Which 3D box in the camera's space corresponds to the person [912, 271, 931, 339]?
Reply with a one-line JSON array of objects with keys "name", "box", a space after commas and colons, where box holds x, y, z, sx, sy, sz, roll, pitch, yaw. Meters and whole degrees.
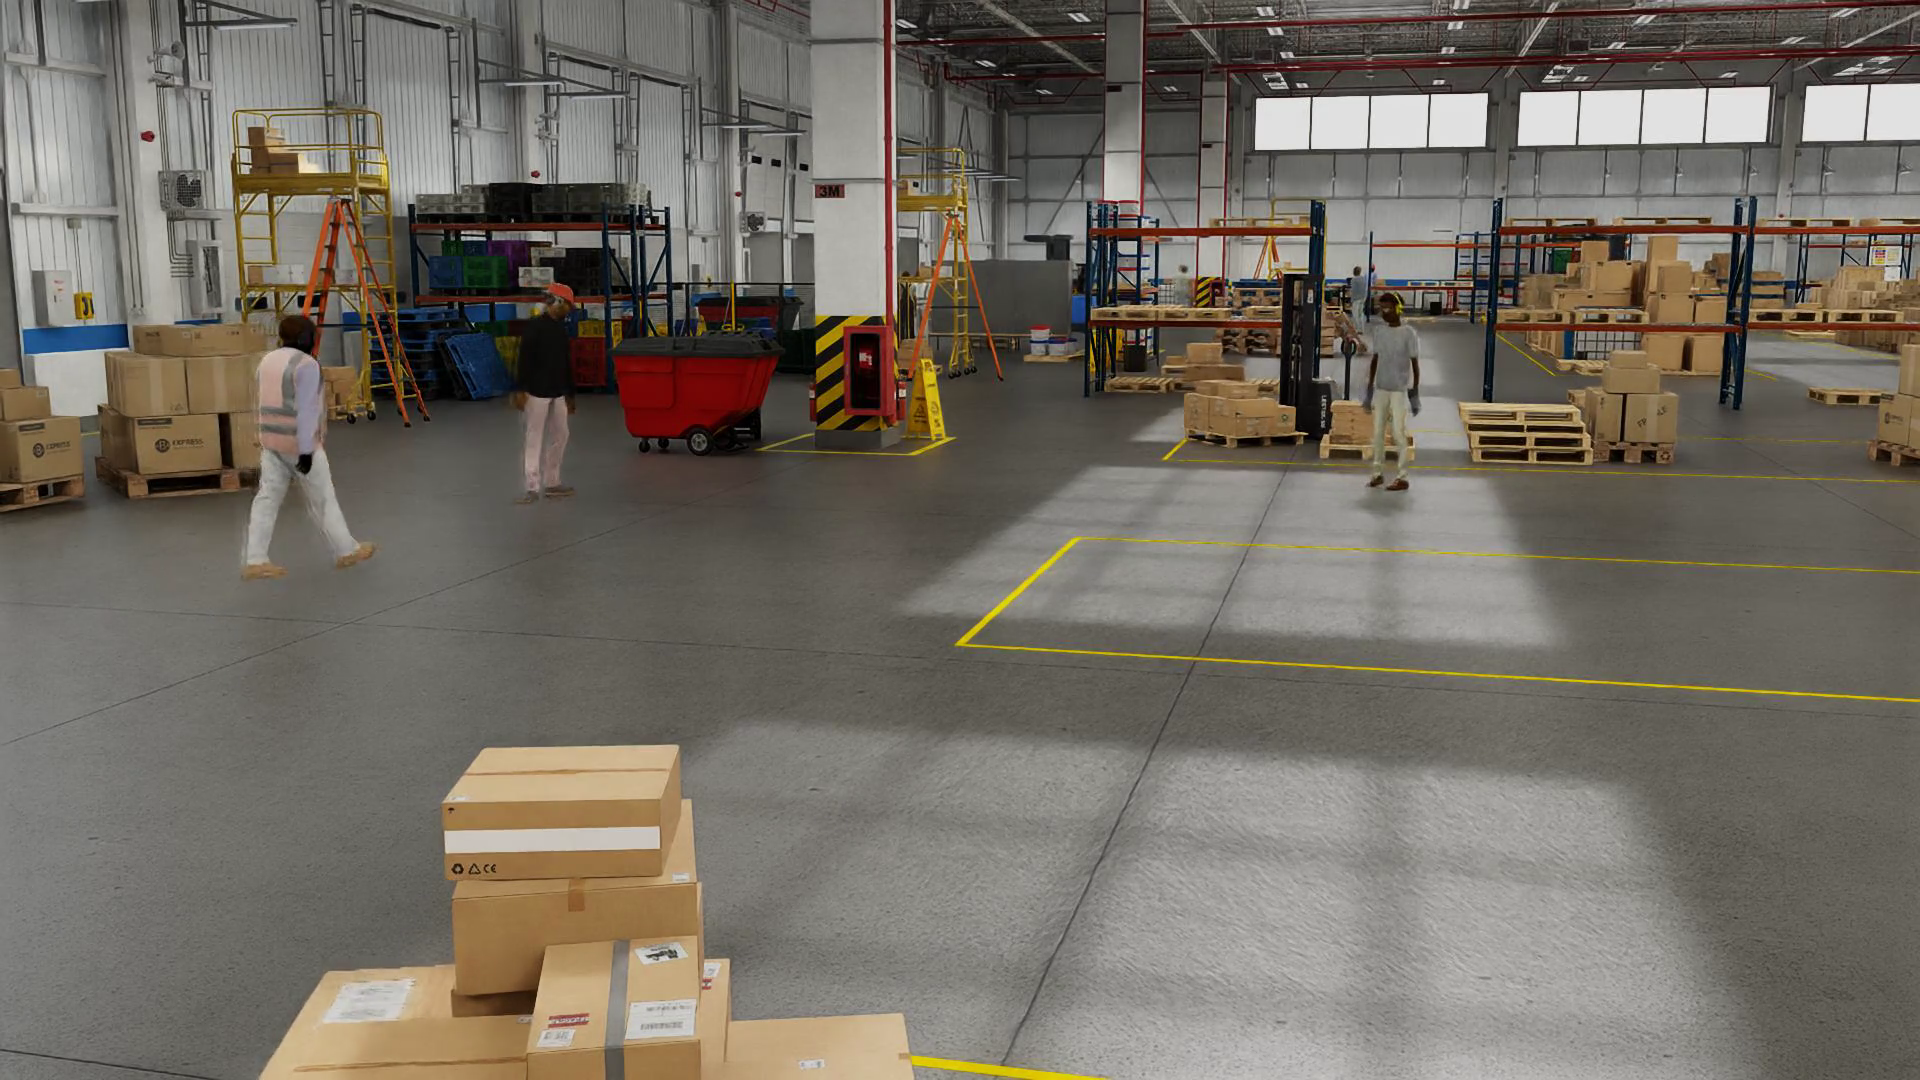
[{"name": "person", "box": [-1.008, -5.656, 40.795, 0.608, 1.847, 0.779, 2, 10, 13]}]

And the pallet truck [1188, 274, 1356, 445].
[{"name": "pallet truck", "box": [3.653, -2.138, 19.590, 1.885, 1.965, 0.823, -4, 10, -20]}]

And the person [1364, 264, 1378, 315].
[{"name": "person", "box": [15.687, -9.566, 63.511, 0.550, 1.933, 0.371, 7, 12, 36]}]

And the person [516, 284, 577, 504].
[{"name": "person", "box": [-3.712, -1.301, 14.843, 0.389, 1.948, 0.748, 4, 11, 24]}]

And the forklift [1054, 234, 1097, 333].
[{"name": "forklift", "box": [2.933, -7.338, 47.611, 1.873, 2.768, 1.129, 2, 10, 14]}]

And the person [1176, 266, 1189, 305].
[{"name": "person", "box": [7.790, -8.677, 58.429, 0.382, 1.895, 0.706, -3, 10, -16]}]

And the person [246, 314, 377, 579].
[{"name": "person", "box": [-4.537, -0.645, 11.419, 0.636, 1.783, 0.975, 6, 12, 33]}]

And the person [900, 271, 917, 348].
[{"name": "person", "box": [-1.292, -5.559, 40.182, 0.508, 1.846, 0.345, 0, 10, -2]}]

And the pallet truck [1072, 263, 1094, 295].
[{"name": "pallet truck", "box": [4.325, -8.180, 55.162, 0.823, 1.965, 1.885, 6, 11, 31]}]

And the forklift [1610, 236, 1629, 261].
[{"name": "forklift", "box": [20.278, -7.973, 51.347, 1.873, 2.768, 1.129, 5, 11, 29]}]

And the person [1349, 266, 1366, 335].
[{"name": "person", "box": [11.122, -6.690, 46.562, 0.635, 1.937, 0.354, -10, 14, -44]}]

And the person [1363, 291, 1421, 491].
[{"name": "person", "box": [4.075, -1.397, 15.625, 0.332, 1.865, 0.576, -7, 12, -36]}]

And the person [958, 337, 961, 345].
[{"name": "person", "box": [0.159, -5.648, 41.134, 0.505, 1.693, 0.520, -5, 11, -29]}]
